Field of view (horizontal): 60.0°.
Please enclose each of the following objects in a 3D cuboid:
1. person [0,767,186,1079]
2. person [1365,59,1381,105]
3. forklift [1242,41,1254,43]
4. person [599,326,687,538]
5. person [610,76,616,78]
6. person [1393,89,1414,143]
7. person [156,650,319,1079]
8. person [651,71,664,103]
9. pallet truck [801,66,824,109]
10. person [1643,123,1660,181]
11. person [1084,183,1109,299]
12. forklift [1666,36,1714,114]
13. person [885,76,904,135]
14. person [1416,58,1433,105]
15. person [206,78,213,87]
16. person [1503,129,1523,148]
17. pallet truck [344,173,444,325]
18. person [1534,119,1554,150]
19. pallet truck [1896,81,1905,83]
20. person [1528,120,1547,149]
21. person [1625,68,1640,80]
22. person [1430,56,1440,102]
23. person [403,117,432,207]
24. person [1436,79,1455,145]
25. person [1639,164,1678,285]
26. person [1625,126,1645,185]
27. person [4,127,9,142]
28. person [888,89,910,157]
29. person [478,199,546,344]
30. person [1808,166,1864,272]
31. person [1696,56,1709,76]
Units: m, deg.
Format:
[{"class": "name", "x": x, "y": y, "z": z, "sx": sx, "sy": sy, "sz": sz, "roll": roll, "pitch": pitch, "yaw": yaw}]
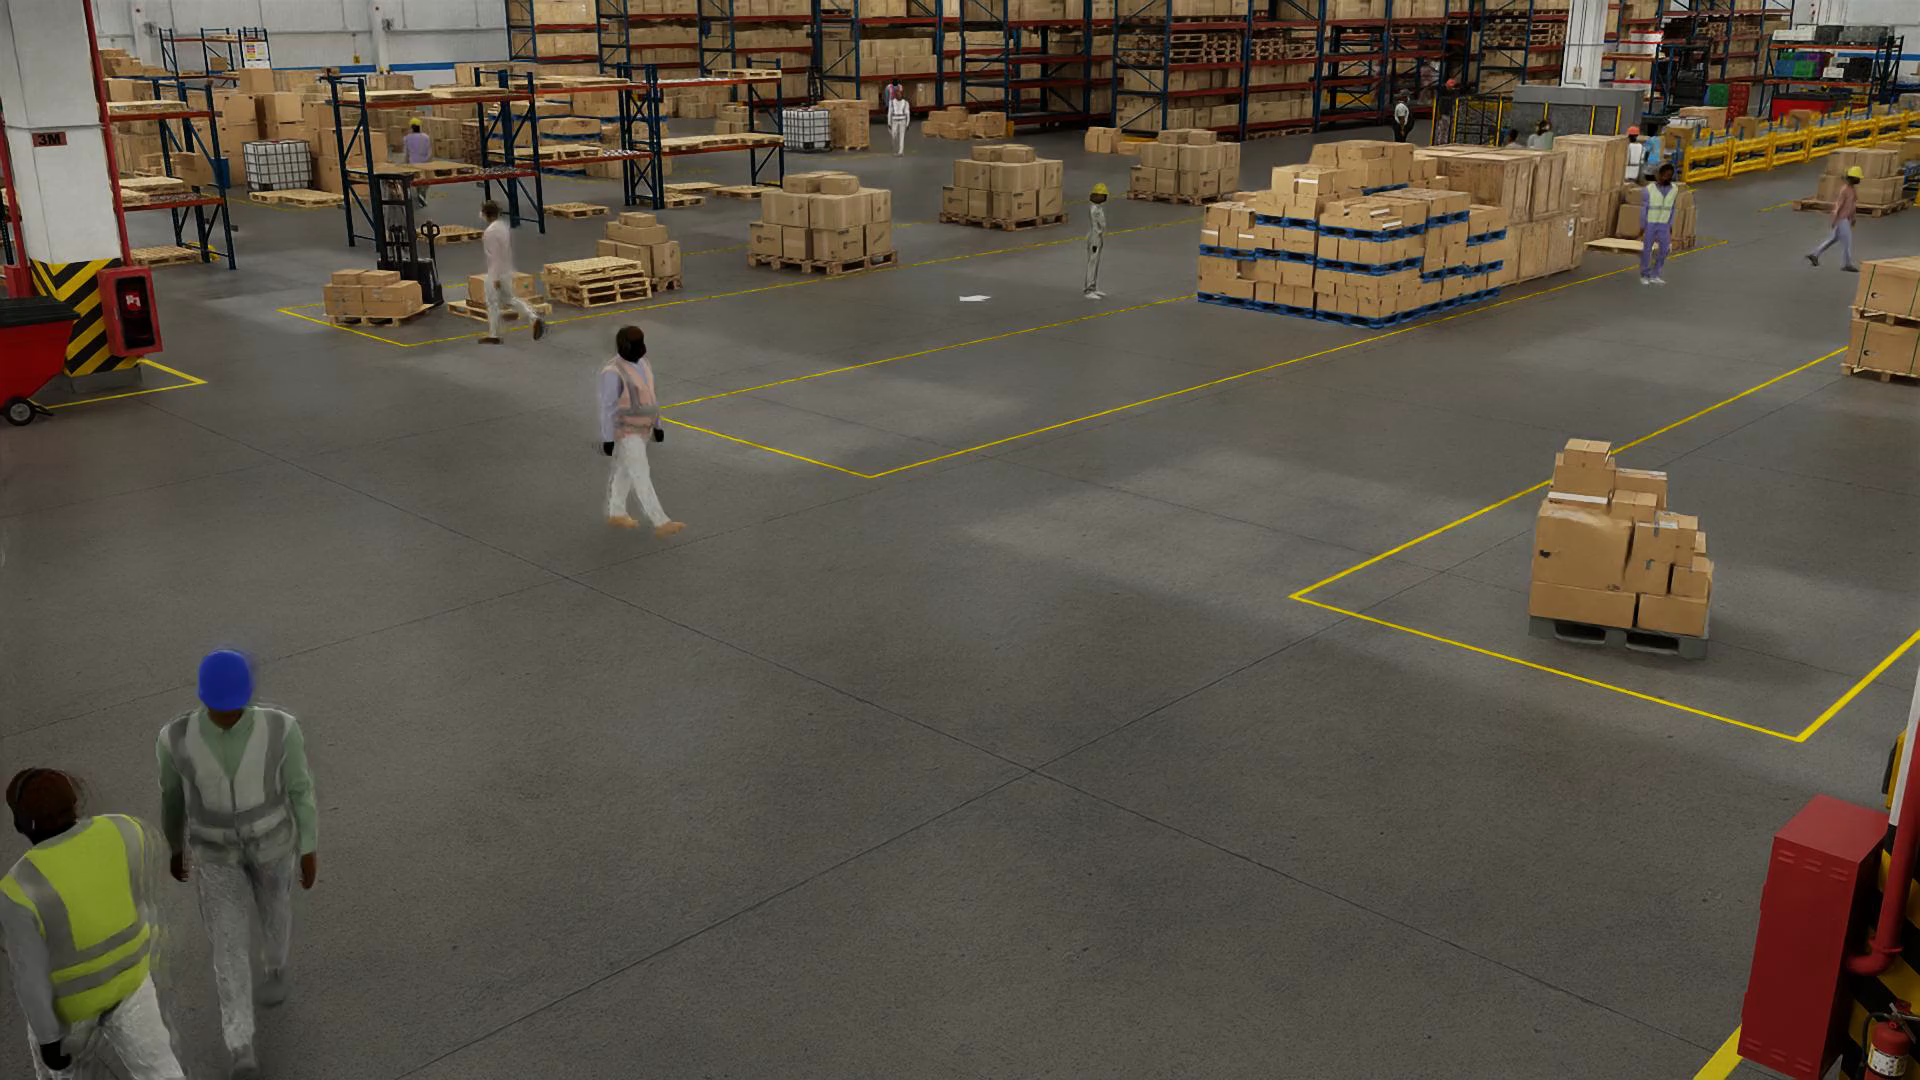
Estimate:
[{"class": "person", "x": -3.308, "y": 1.700, "z": 6.360, "sx": 0.919, "sy": 1.797, "sz": 0.611, "roll": 10, "pitch": 21, "yaw": 27}, {"class": "person", "x": 16.679, "y": -18.332, "z": 66.600, "sx": 0.891, "sy": 1.861, "sz": 0.692, "roll": -6, "pitch": 19, "yaw": -17}, {"class": "forklift", "x": 10.176, "y": -15.868, "z": 57.590, "sx": 1.129, "sy": 2.768, "sz": 1.873, "roll": 17, "pitch": 25, "yaw": 41}, {"class": "person", "x": -2.722, "y": -0.930, "z": 14.254, "sx": 0.915, "sy": 1.805, "sz": 0.648, "roll": 6, "pitch": 19, "yaw": 17}, {"class": "person", "x": -11.916, "y": -15.200, "z": 57.536, "sx": 0.315, "sy": 1.630, "sz": 0.516, "roll": -15, "pitch": 23, "yaw": -37}, {"class": "person", "x": 11.611, "y": -10.782, "z": 43.578, "sx": 0.539, "sy": 2.000, "sz": 0.689, "roll": 2, "pitch": 18, "yaw": 5}, {"class": "person", "x": -3.132, "y": 1.353, "z": 7.272, "sx": 0.630, "sy": 1.879, "sz": 1.006, "roll": -7, "pitch": 20, "yaw": -21}, {"class": "person", "x": -10.297, "y": -14.964, "z": 56.388, "sx": 0.587, "sy": 1.911, "sz": 0.397, "roll": 7, "pitch": 20, "yaw": 21}, {"class": "pallet truck", "x": -4.812, "y": -15.182, "z": 56.903, "sx": 0.823, "sy": 1.965, "sz": 1.885, "roll": -9, "pitch": 21, "yaw": -26}, {"class": "person", "x": 15.337, "y": -8.382, "z": 36.928, "sx": 0.354, "sy": 1.682, "sz": 0.543, "roll": 16, "pitch": 24, "yaw": 40}, {"class": "person", "x": 2.085, "y": -4.537, "z": 25.245, "sx": 0.337, "sy": 1.734, "sz": 0.480, "roll": 5, "pitch": 19, "yaw": 13}, {"class": "forklift", "x": 27.341, "y": -17.291, "z": 61.877, "sx": 1.129, "sy": 2.768, "sz": 1.873, "roll": 17, "pitch": 25, "yaw": 41}, {"class": "person", "x": -2.089, "y": -13.989, "z": 53.553, "sx": 0.624, "sy": 1.844, "sz": 0.429, "roll": -7, "pitch": 20, "yaw": -20}, {"class": "person", "x": 18.916, "y": -18.609, "z": 67.442, "sx": 0.894, "sy": 1.870, "sz": 0.646, "roll": -8, "pitch": 20, "yaw": -23}, {"class": "person", "x": -25.444, "y": -14.885, "z": 56.611, "sx": 0.527, "sy": 1.615, "sz": 0.755, "roll": -6, "pitch": 19, "yaw": -17}, {"class": "person", "x": 11.127, "y": -7.429, "z": 33.842, "sx": 0.532, "sy": 1.809, "sz": 1.002, "roll": -10, "pitch": 21, "yaw": -28}, {"class": "pallet truck", "x": -8.209, "y": -4.181, "z": 23.757, "sx": 0.823, "sy": 1.965, "sz": 1.885, "roll": 3, "pitch": 19, "yaw": 9}, {"class": "person", "x": 13.608, "y": -9.020, "z": 38.911, "sx": 0.514, "sy": 1.621, "sz": 0.435, "roll": -3, "pitch": 19, "yaw": -9}, {"class": "pallet truck", "x": 34.802, "y": -16.331, "z": 61.455, "sx": 0.653, "sy": 1.274, "sz": 1.630, "roll": 17, "pitch": 25, "yaw": 41}, {"class": "person", "x": 12.345, "y": -8.128, "z": 35.885, "sx": 0.542, "sy": 1.849, "sz": 0.619, "roll": -9, "pitch": 20, "yaw": -26}, {"class": "person", "x": 24.112, "y": -16.048, "z": 59.823, "sx": 0.596, "sy": 1.808, "sz": 0.782, "roll": 13, "pitch": 23, "yaw": 35}, {"class": "person", "x": 19.665, "y": -19.142, "z": 68.789, "sx": 0.510, "sy": 2.030, "sz": 0.619, "roll": -16, "pitch": 24, "yaw": -40}, {"class": "person", "x": -11.596, "y": -8.084, "z": 35.647, "sx": 0.612, "sy": 1.912, "sz": 0.492, "roll": 2, "pitch": 19, "yaw": 7}, {"class": "person", "x": 14.432, "y": -12.656, "z": 49.309, "sx": 0.617, "sy": 1.985, "sz": 0.402, "roll": -13, "pitch": 23, "yaw": -35}, {"class": "person", "x": 11.027, "y": -4.983, "z": 26.330, "sx": 0.655, "sy": 1.903, "sz": 0.534, "roll": -2, "pitch": 18, "yaw": -6}, {"class": "person", "x": 13.470, "y": -7.313, "z": 33.341, "sx": 0.564, "sy": 1.914, "sz": 0.764, "roll": -6, "pitch": 19, "yaw": -17}, {"class": "person", "x": -23.787, "y": -10.228, "z": 42.072, "sx": 0.628, "sy": 1.936, "sz": 0.375, "roll": -14, "pitch": 23, "yaw": -35}, {"class": "person", "x": -1.705, "y": -11.571, "z": 46.222, "sx": 0.615, "sy": 1.865, "sz": 0.602, "roll": 2, "pitch": 18, "yaw": 5}, {"class": "person", "x": -5.975, "y": -3.518, "z": 21.899, "sx": 0.831, "sy": 1.920, "sz": 0.640, "roll": 2, "pitch": 18, "yaw": 5}, {"class": "person", "x": 14.735, "y": -5.389, "z": 27.830, "sx": 0.530, "sy": 1.726, "sz": 0.875, "roll": -16, "pitch": 24, "yaw": -40}, {"class": "person", "x": 32.692, "y": -20.465, "z": 73.287, "sx": 0.535, "sy": 1.699, "sz": 0.318, "roll": 7, "pitch": 20, "yaw": 19}]
